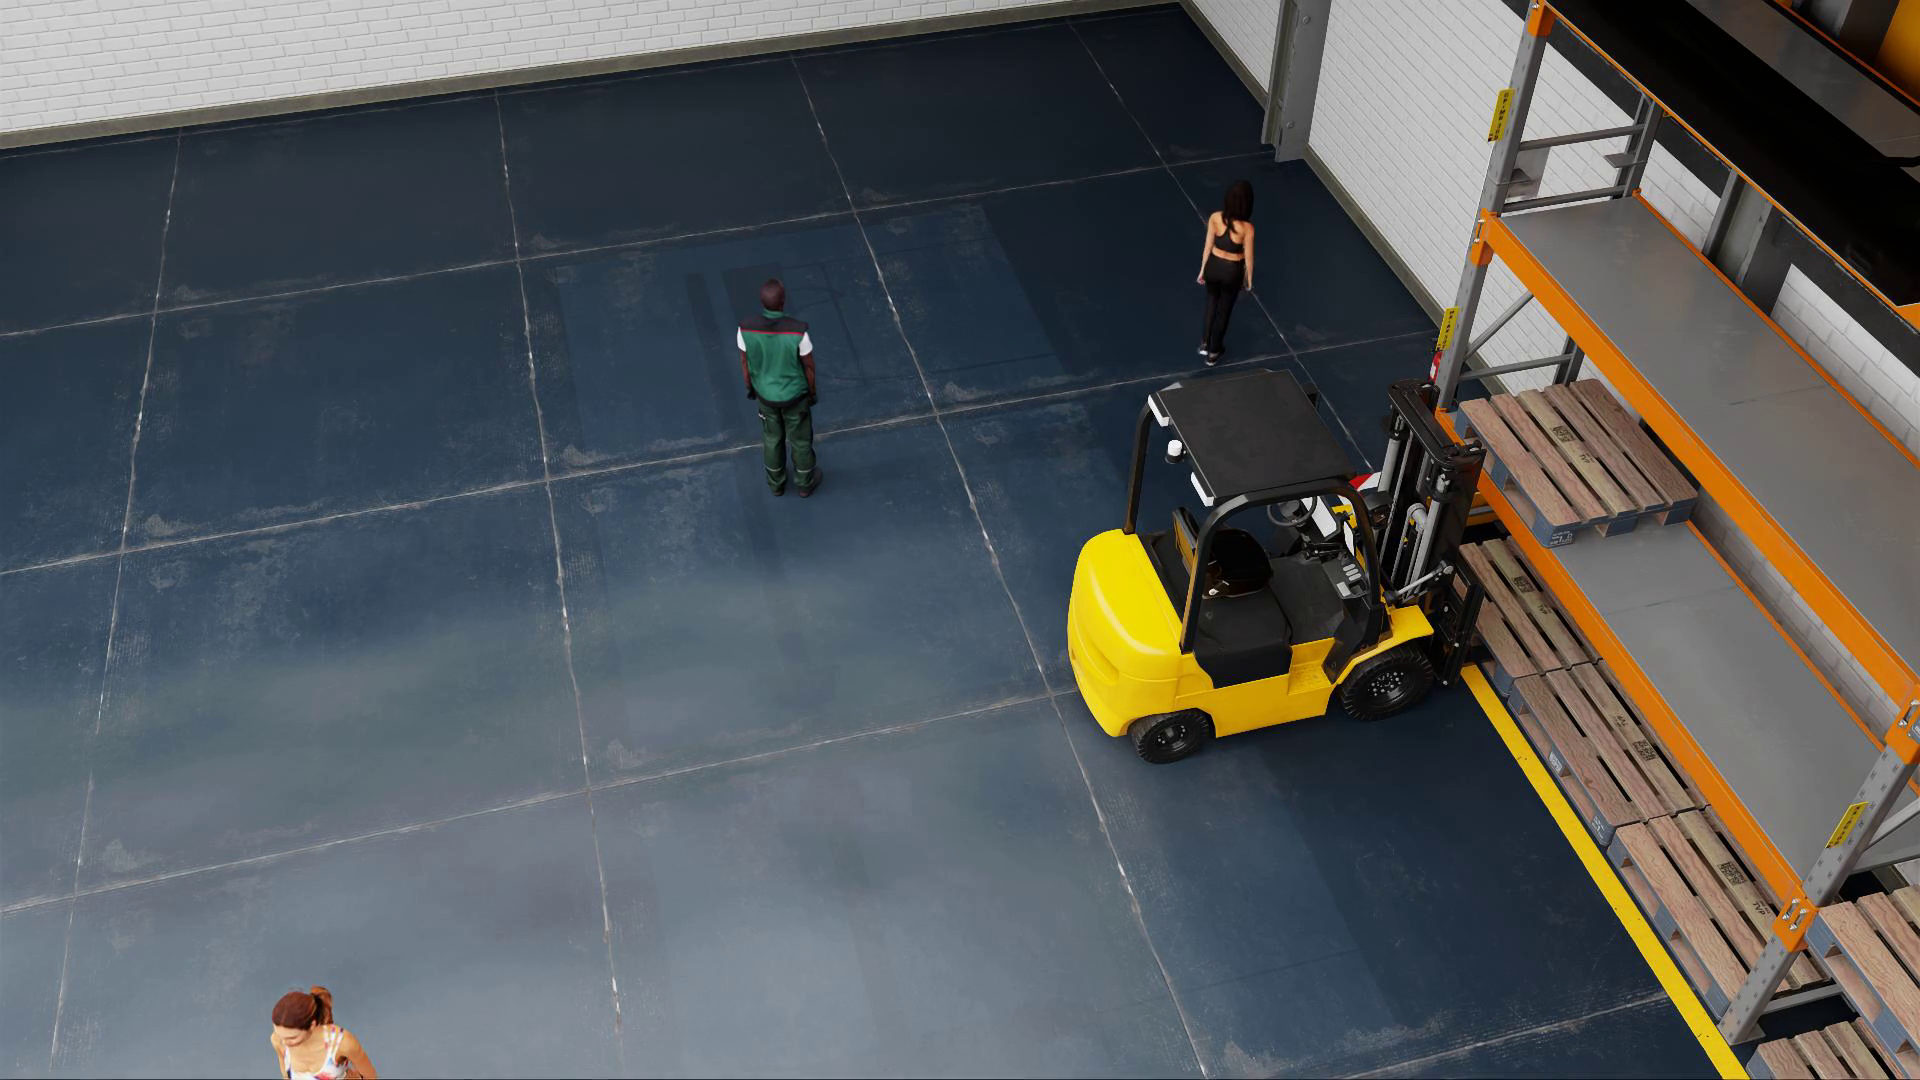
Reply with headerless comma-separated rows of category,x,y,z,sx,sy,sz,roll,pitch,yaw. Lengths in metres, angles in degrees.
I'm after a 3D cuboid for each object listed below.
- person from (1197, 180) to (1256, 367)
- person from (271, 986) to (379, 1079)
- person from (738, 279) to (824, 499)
person,2.015,-2.019,12.878,0.704,1.632,0.762,20,47,20
person,-2.921,2.642,7.872,0.650,1.789,0.640,3,44,4
person,-1.253,-1.052,11.712,0.771,1.839,0.754,6,44,6
